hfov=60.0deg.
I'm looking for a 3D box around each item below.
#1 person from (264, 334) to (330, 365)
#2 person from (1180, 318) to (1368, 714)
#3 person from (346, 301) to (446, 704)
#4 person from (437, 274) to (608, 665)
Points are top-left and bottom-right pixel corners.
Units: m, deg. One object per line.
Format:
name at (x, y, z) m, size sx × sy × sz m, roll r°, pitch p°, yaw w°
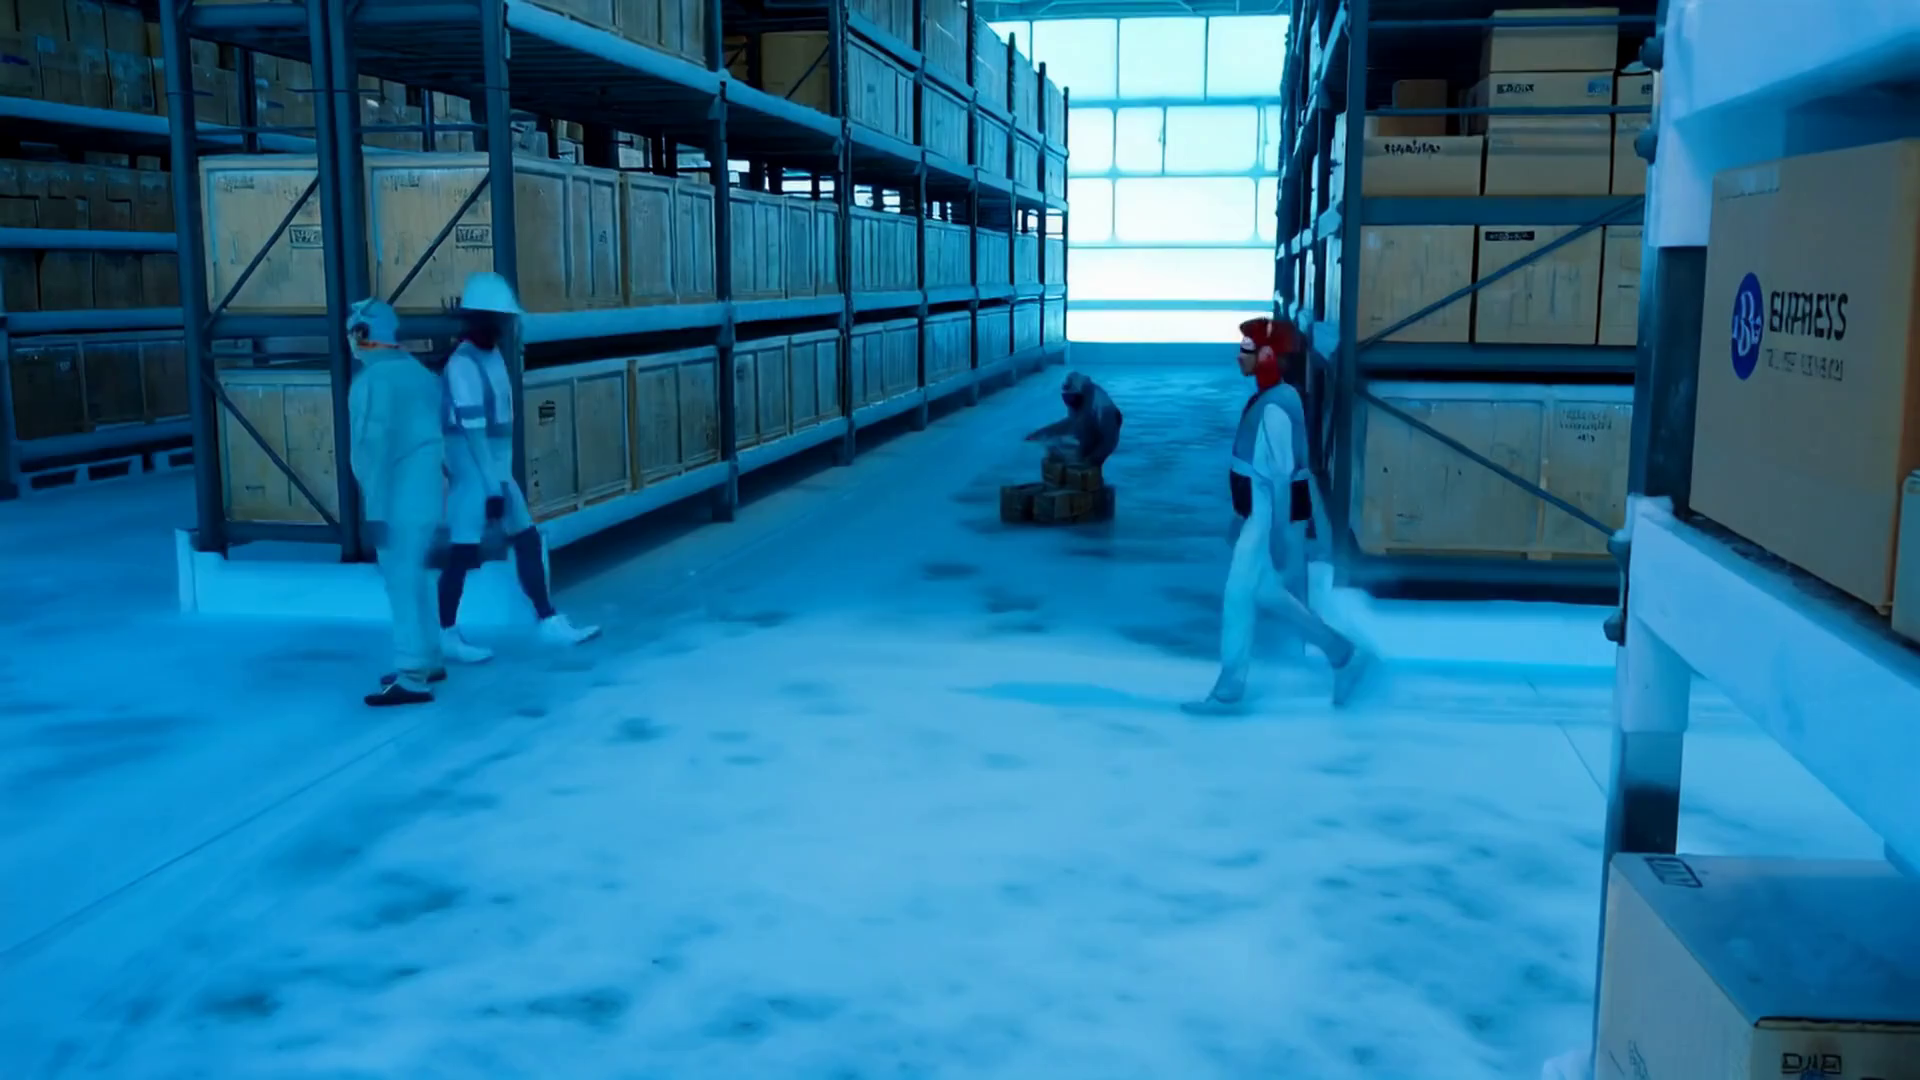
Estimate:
person at (-5.531, -1.180, 14.051) m, size 0.667 × 1.892 × 0.543 m, roll 0°, pitch 9°, yaw 2°
person at (1.439, -0.092, 7.531) m, size 0.775 × 1.827 × 0.576 m, roll 2°, pitch 9°, yaw 11°
person at (-2.661, -0.177, 7.874) m, size 0.403 × 1.892 × 0.654 m, roll 1°, pitch 9°, yaw 7°
person at (-2.290, -0.334, 8.466) m, size 0.977 × 2.000 × 0.649 m, roll 0°, pitch 9°, yaw 3°
